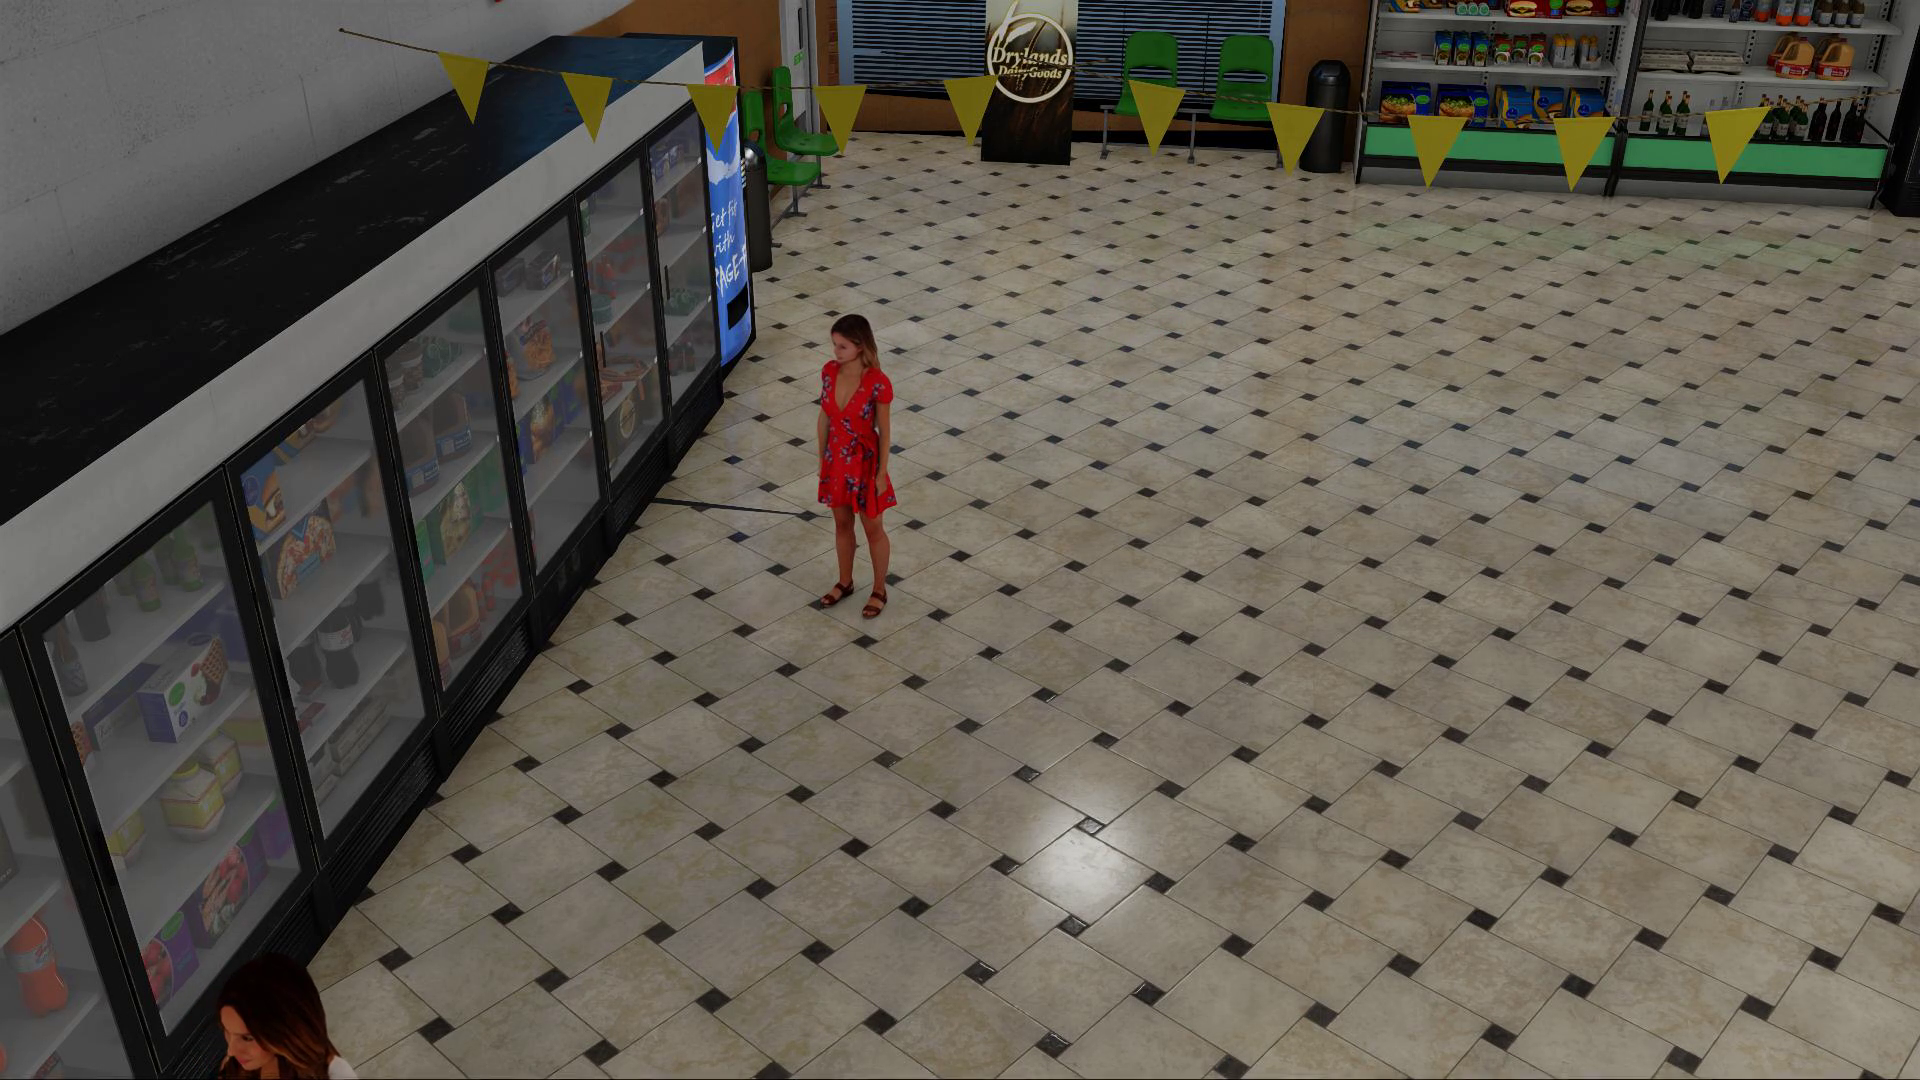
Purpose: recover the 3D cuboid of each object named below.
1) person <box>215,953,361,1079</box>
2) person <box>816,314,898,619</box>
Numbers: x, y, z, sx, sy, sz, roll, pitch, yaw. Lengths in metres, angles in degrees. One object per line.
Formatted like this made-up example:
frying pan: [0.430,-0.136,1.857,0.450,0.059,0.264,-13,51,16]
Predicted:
person: [-1.538,1.730,4.140,0.537,1.783,0.695,11,30,19]
person: [-0.505,-0.373,8.190,0.582,1.593,0.699,15,32,26]
